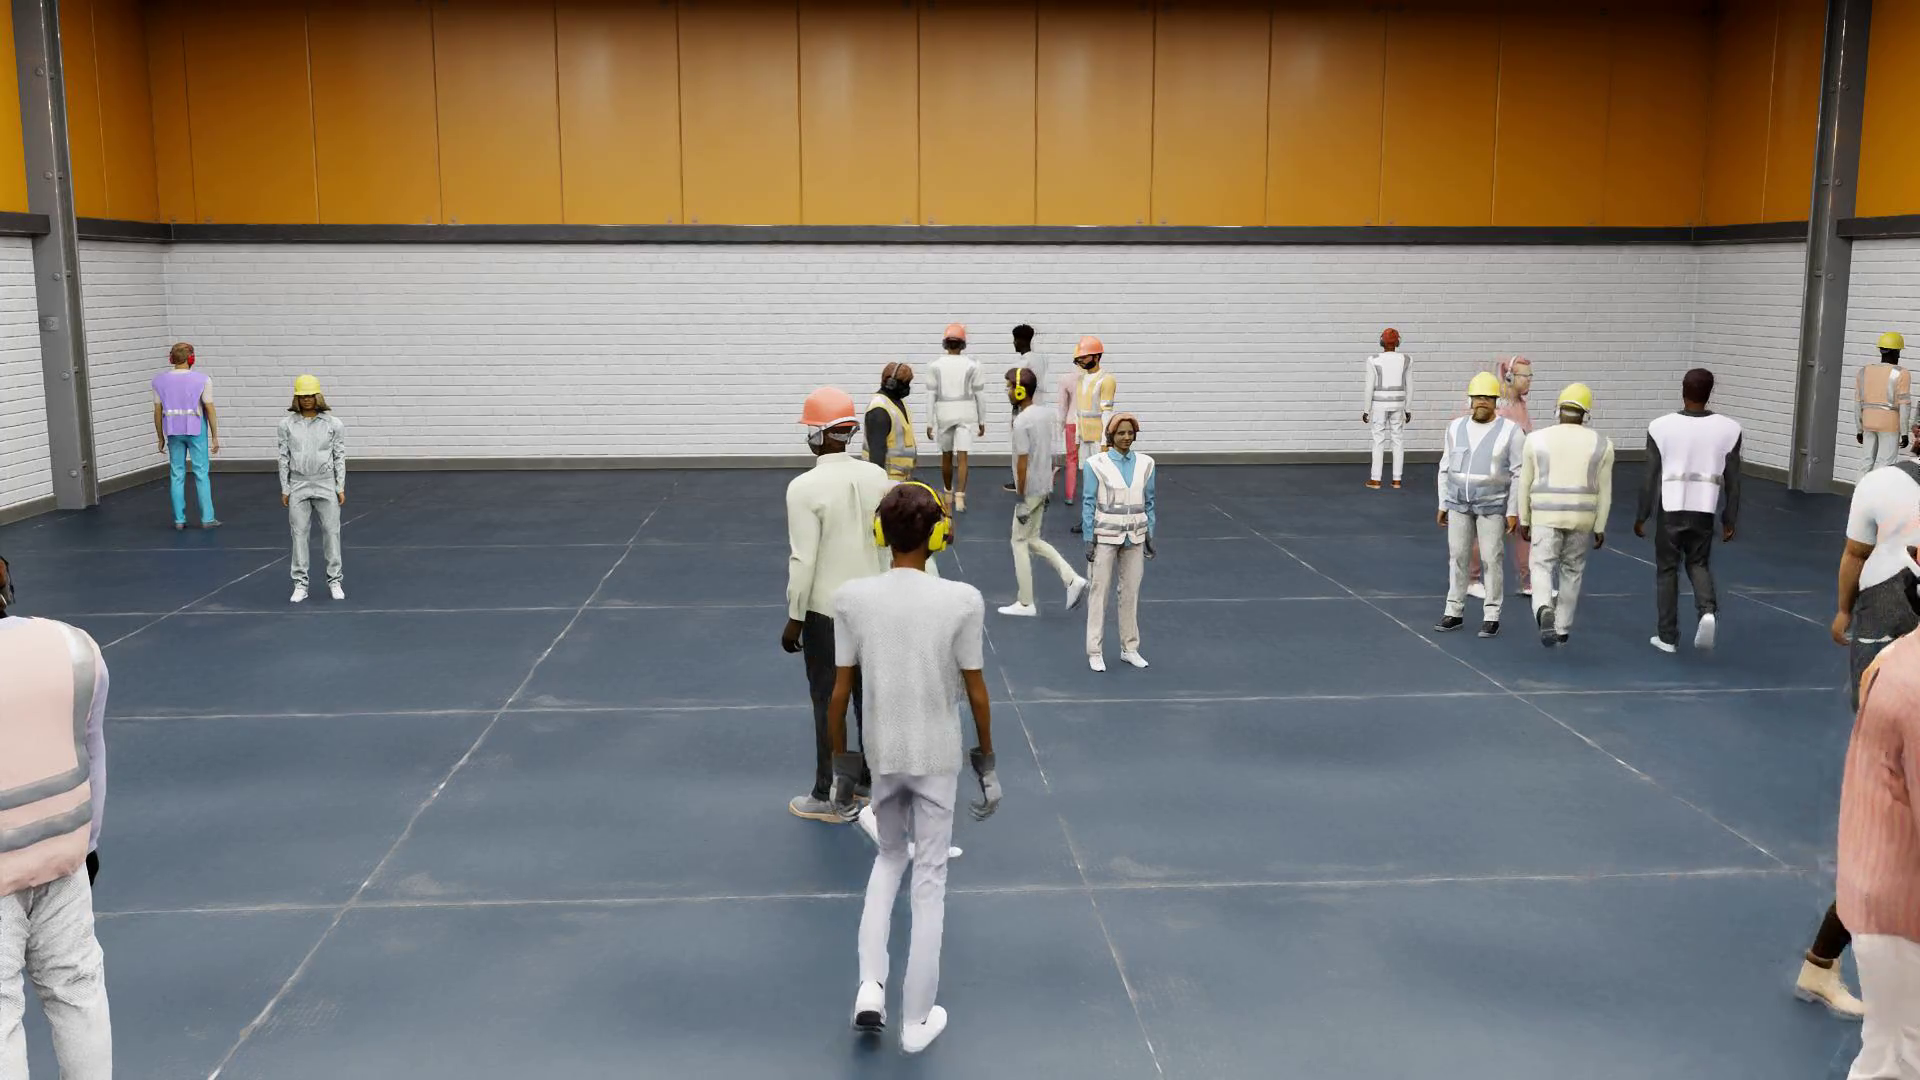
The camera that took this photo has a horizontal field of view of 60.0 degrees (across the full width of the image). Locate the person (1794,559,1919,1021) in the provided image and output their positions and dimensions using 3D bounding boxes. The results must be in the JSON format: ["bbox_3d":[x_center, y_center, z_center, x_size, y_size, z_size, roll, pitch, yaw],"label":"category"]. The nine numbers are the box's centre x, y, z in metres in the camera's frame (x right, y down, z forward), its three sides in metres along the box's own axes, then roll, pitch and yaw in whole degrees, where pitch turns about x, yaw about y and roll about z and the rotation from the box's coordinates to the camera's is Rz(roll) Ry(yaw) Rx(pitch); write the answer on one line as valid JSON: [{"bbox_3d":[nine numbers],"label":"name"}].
[{"bbox_3d":[3.098,0.839,5.315,0.544,1.647,0.861,-6,11,-35],"label":"person"}]

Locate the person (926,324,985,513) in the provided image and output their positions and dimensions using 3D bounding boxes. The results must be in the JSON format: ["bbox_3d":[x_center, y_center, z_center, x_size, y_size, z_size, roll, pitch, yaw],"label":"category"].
[{"bbox_3d":[-0.047,-1.302,17.721,0.625,1.990,1.025,1,9,5],"label":"person"}]

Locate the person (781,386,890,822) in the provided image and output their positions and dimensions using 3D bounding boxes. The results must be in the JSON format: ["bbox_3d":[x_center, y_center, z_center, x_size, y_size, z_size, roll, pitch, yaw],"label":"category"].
[{"bbox_3d":[-0.574,0.294,7.654,0.383,1.996,0.609,8,12,41],"label":"person"}]

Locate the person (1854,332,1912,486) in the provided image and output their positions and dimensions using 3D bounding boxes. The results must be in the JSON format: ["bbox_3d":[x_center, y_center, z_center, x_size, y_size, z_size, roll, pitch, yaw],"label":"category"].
[{"bbox_3d":[9.397,-1.151,16.938,0.366,1.927,0.585,-5,10,-26],"label":"person"}]

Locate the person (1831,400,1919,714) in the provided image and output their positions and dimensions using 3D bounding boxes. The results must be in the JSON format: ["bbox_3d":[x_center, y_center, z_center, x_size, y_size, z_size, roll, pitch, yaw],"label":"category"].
[{"bbox_3d":[4.279,0.319,7.354,0.680,2.000,0.776,1,9,9],"label":"person"}]

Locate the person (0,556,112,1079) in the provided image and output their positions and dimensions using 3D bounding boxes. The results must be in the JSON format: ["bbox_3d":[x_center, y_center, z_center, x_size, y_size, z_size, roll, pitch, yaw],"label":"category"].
[{"bbox_3d":[-2.571,0.885,4.440,0.430,1.840,0.621,4,10,25],"label":"person"}]

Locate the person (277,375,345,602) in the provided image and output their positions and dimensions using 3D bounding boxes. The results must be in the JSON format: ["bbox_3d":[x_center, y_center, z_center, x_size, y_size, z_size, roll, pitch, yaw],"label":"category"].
[{"bbox_3d":[-4.966,-0.395,12.773,0.487,1.744,0.294,-3,10,-18],"label":"person"}]

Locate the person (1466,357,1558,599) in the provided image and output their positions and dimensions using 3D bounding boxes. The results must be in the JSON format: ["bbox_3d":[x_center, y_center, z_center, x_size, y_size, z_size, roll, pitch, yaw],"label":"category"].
[{"bbox_3d":[4.258,-0.450,12.700,0.867,1.874,0.644,7,12,39],"label":"person"}]

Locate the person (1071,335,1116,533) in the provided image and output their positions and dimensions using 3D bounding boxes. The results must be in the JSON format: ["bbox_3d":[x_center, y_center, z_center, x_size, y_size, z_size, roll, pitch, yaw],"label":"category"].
[{"bbox_3d":[1.261,-0.993,15.964,0.382,1.929,0.538,-6,11,-32],"label":"person"}]

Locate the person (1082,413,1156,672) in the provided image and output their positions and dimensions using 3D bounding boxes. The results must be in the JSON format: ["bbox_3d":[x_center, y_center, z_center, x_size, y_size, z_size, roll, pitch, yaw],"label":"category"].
[{"bbox_3d":[1.005,0.010,10.555,0.511,1.640,0.308,-4,10,-21],"label":"person"}]

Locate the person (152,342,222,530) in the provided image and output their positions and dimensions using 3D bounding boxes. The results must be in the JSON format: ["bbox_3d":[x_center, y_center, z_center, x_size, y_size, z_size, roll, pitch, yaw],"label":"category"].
[{"bbox_3d":[-7.590,-1.010,16.320,0.572,1.840,0.374,-1,9,-8],"label":"person"}]

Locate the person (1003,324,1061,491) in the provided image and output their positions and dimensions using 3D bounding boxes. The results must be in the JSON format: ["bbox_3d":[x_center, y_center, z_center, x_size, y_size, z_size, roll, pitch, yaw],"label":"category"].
[{"bbox_3d":[0.810,-1.514,19.152,0.560,1.945,0.626,6,11,32],"label":"person"}]

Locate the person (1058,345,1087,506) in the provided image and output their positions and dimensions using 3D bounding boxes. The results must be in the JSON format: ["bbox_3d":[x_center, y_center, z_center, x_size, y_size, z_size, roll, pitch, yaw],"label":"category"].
[{"bbox_3d":[1.329,-1.248,18.044,0.526,1.772,0.304,1,9,8],"label":"person"}]

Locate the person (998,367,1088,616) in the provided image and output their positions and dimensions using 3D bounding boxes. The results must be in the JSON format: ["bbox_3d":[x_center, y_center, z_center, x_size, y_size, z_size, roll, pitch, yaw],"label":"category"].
[{"bbox_3d":[0.575,-0.331,12.071,0.586,1.844,0.555,5,10,30],"label":"person"}]

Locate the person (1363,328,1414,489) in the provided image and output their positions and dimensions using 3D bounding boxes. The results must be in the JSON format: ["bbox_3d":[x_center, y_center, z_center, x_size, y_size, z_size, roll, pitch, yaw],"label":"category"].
[{"bbox_3d":[5.015,-1.538,19.506,0.584,1.882,0.345,-1,9,-4],"label":"person"}]

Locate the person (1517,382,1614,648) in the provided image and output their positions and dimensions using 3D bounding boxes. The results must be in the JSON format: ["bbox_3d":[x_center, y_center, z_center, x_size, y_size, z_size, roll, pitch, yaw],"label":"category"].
[{"bbox_3d":[3.998,-0.135,11.006,0.588,1.804,0.716,2,9,14],"label":"person"}]

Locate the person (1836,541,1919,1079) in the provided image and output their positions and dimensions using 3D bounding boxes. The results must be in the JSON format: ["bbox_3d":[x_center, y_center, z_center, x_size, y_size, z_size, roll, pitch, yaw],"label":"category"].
[{"bbox_3d":[2.316,0.892,3.979,0.463,1.977,0.628,6,11,34],"label":"person"}]

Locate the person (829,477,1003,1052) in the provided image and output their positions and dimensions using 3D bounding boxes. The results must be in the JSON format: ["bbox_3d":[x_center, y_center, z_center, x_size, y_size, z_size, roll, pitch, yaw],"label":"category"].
[{"bbox_3d":[-0.131,0.729,5.372,0.532,1.856,0.392,3,10,18],"label":"person"}]

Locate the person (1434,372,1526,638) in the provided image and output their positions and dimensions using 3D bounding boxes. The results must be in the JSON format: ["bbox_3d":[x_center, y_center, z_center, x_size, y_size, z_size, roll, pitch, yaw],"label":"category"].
[{"bbox_3d":[3.588,-0.246,11.540,0.600,1.836,0.404,7,12,39],"label":"person"}]

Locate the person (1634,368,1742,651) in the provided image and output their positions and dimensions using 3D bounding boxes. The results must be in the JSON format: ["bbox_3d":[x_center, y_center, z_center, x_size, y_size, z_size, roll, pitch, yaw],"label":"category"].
[{"bbox_3d":[4.792,-0.176,10.937,0.617,1.900,0.538,1,9,7],"label":"person"}]

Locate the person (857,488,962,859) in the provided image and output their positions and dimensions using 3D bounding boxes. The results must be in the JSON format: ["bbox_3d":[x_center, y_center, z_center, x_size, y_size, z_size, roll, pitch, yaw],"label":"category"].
[{"bbox_3d":[-0.181,0.579,7.043,0.400,1.611,0.525,-1,9,-7],"label":"person"}]

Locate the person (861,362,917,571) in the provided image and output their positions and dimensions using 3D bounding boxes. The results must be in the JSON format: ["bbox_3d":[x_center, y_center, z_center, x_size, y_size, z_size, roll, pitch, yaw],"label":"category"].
[{"bbox_3d":[-0.604,-0.505,13.242,0.533,1.822,0.781,2,9,11],"label":"person"}]
